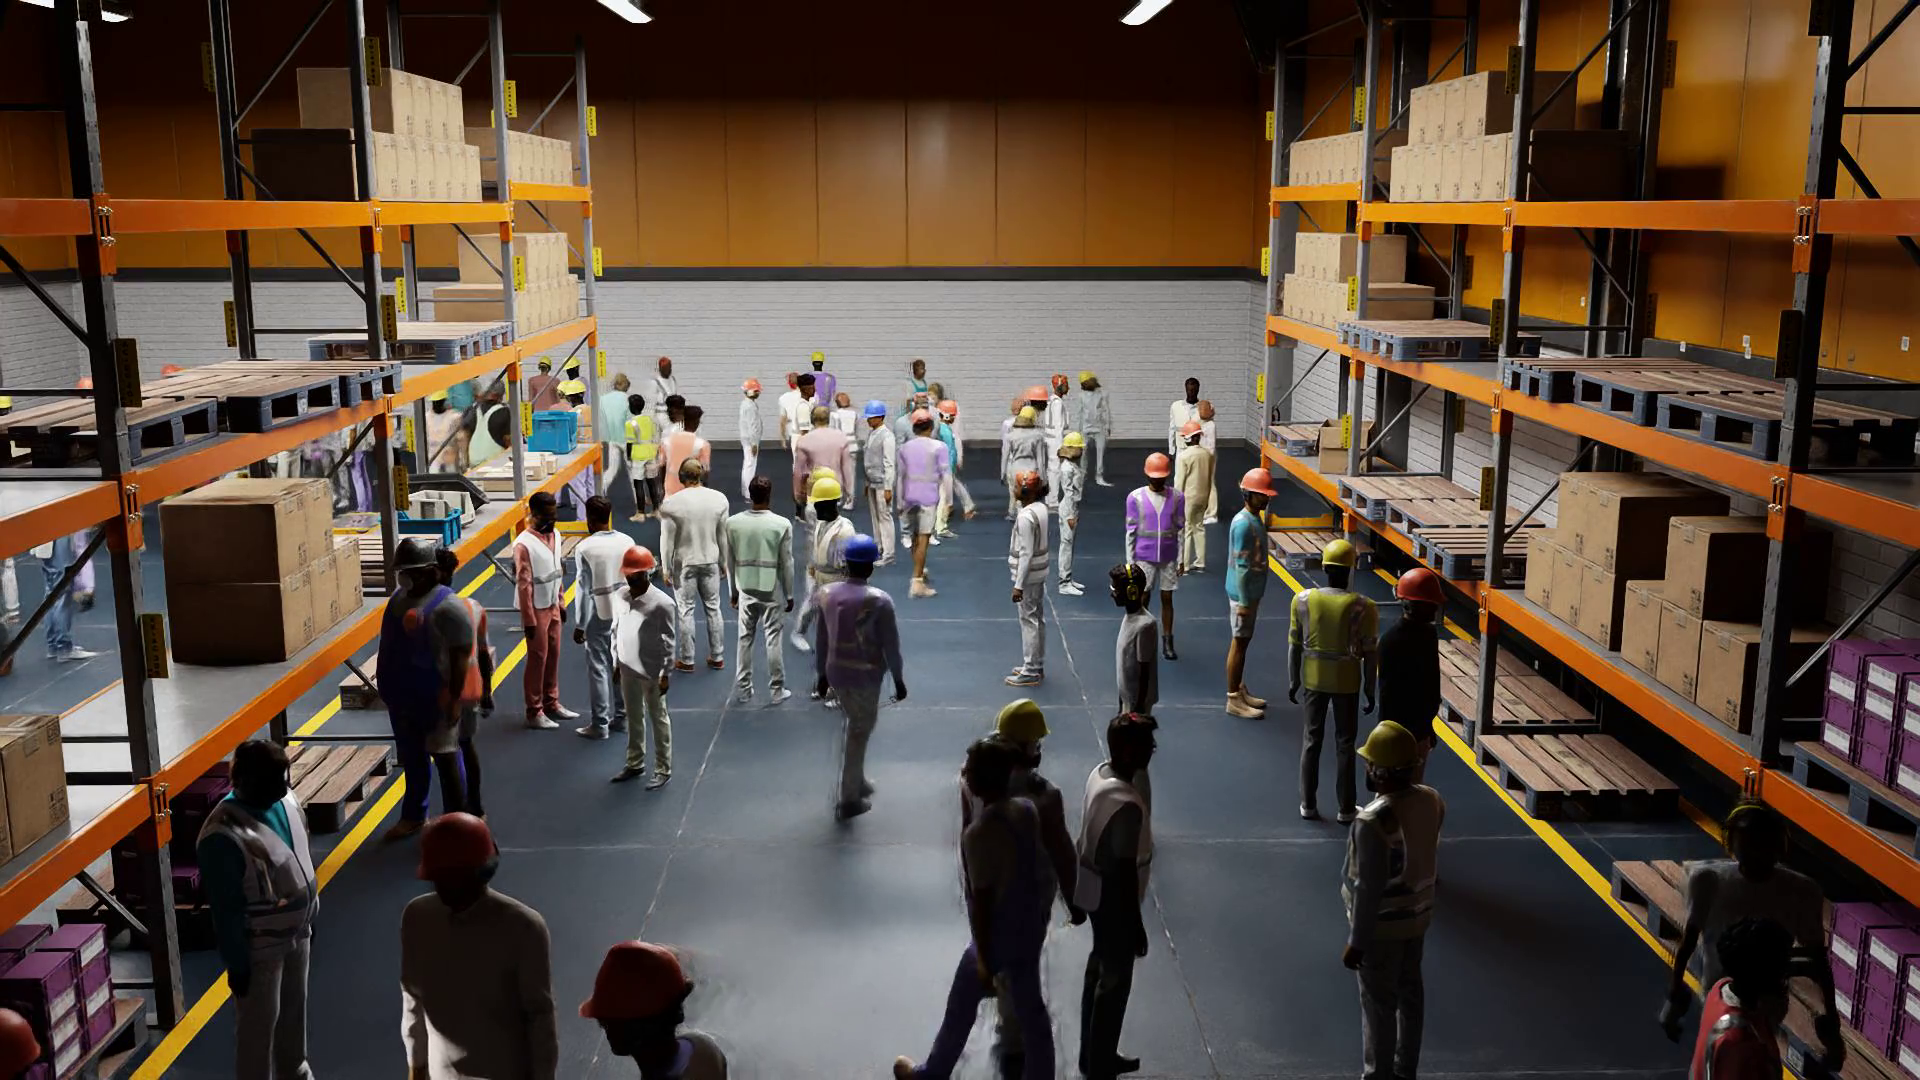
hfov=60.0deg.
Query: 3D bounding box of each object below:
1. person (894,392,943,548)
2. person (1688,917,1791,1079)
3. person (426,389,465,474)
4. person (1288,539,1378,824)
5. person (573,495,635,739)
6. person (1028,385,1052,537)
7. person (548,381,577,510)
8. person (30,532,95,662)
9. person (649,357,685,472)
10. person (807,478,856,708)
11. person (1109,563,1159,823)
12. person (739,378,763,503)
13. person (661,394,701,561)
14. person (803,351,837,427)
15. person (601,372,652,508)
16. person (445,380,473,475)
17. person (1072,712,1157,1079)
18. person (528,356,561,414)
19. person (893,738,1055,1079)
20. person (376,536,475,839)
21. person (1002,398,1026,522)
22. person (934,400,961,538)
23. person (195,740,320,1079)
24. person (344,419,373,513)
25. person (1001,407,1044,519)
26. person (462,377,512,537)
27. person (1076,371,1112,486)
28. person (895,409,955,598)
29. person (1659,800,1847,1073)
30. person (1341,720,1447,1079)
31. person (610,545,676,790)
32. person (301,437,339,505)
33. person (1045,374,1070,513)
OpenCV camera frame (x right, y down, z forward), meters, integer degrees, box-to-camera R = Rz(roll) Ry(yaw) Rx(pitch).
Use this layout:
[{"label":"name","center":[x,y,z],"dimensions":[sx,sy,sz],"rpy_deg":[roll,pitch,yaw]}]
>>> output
[{"label":"person","center":[-0.477,-0.857,20.292],"dimensions":[0.676,1.902,0.394],"rpy_deg":[-8,14,-33]},{"label":"person","center":[2.707,2.123,5.852],"dimensions":[0.317,1.695,0.540],"rpy_deg":[4,12,19]},{"label":"person","center":[-6.594,-1.063,21.335],"dimensions":[0.589,1.904,0.795],"rpy_deg":[0,11,1]},{"label":"person","center":[2.506,0.946,11.177],"dimensions":[0.594,1.923,0.382],"rpy_deg":[5,12,24]},{"label":"person","center":[-2.757,0.597,12.983],"dimensions":[0.399,1.907,0.602],"rpy_deg":[7,13,31]},{"label":"person","center":[0.956,-0.976,20.815],"dimensions":[0.386,1.921,0.559],"rpy_deg":[2,11,8]},{"label":"person","center":[-5.400,-1.300,22.848],"dimensions":[0.533,1.765,0.322],"rpy_deg":[5,12,23]},{"label":"person","center":[-8.251,0.152,15.179],"dimensions":[0.371,1.916,0.597],"rpy_deg":[-11,16,-43]},{"label":"person","center":[-4.596,-1.923,25.832],"dimensions":[1.020,1.838,0.585],"rpy_deg":[5,12,22]},{"label":"person","center":[-1.061,0.430,13.789],"dimensions":[0.397,1.918,0.588],"rpy_deg":[-6,13,-28]},{"label":"person","center":[1.104,1.066,10.769],"dimensions":[0.351,1.856,0.519],"rpy_deg":[-1,11,-7]},{"label":"person","center":[-2.921,-1.397,23.404],"dimensions":[0.340,1.742,0.627],"rpy_deg":[-4,12,-18]},{"label":"person","center":[-3.281,-0.733,19.500],"dimensions":[0.368,1.961,0.613],"rpy_deg":[7,13,32]},{"label":"person","center":[-2.206,-1.982,25.889],"dimensions":[0.588,1.919,0.401],"rpy_deg":[0,11,2]},{"label":"person","center":[-4.656,-1.330,22.674],"dimensions":[0.629,1.913,0.871],"rpy_deg":[5,12,24]},{"label":"person","center":[-7.694,-1.921,25.606],"dimensions":[0.409,1.907,0.651],"rpy_deg":[2,12,12]},{"label":"person","center":[0.704,1.686,7.703],"dimensions":[0.388,1.836,0.562],"rpy_deg":[0,11,-2]},{"label":"person","center":[-6.666,-2.078,26.776],"dimensions":[0.535,1.755,0.342],"rpy_deg":[-1,11,-4]},{"label":"person","center":[0.105,1.754,7.445],"dimensions":[0.931,1.797,0.507],"rpy_deg":[10,15,40]},{"label":"person","center":[-3.488,0.977,10.733],"dimensions":[0.683,2.000,0.538],"rpy_deg":[6,13,28]},{"label":"person","center":[0.780,-1.055,21.941],"dimensions":[0.523,1.636,0.310],"rpy_deg":[-6,13,-26]},{"label":"person","center":[-0.172,-0.889,20.853],"dimensions":[0.354,1.740,0.575],"rpy_deg":[-3,12,-15]},{"label":"person","center":[-3.057,1.759,7.355],"dimensions":[0.429,1.832,0.632],"rpy_deg":[2,11,8]},{"label":"person","center":[-7.975,-1.172,21.934],"dimensions":[0.329,1.874,0.507],"rpy_deg":[0,11,1]},{"label":"person","center":[0.749,-0.805,20.549],"dimensions":[0.521,1.671,0.889],"rpy_deg":[-3,12,-13]},{"label":"person","center":[-5.874,-1.054,20.919],"dimensions":[0.742,2.000,0.549],"rpy_deg":[3,12,15]},{"label":"person","center":[1.972,-1.676,24.893],"dimensions":[0.647,1.700,0.404],"rpy_deg":[4,12,19]},{"label":"person","center":[-0.417,-0.401,17.877],"dimensions":[0.675,1.966,0.909],"rpy_deg":[7,13,31]},{"label":"person","center":[3.167,1.910,6.607],"dimensions":[0.647,1.813,0.867],"rpy_deg":[3,12,13]},{"label":"person","center":[1.934,1.712,7.567],"dimensions":[0.587,1.835,0.404],"rpy_deg":[-10,15,-42]},{"label":"person","center":[-2.274,0.896,11.854],"dimensions":[0.563,1.754,0.321],"rpy_deg":[7,13,31]},{"label":"person","center":[-8.629,-1.099,22.187],"dimensions":[0.454,1.622,0.531],"rpy_deg":[-5,12,-23]},{"label":"person","center":[1.314,-1.306,22.574],"dimensions":[0.338,1.882,0.582],"rpy_deg":[-1,11,-5]}]
